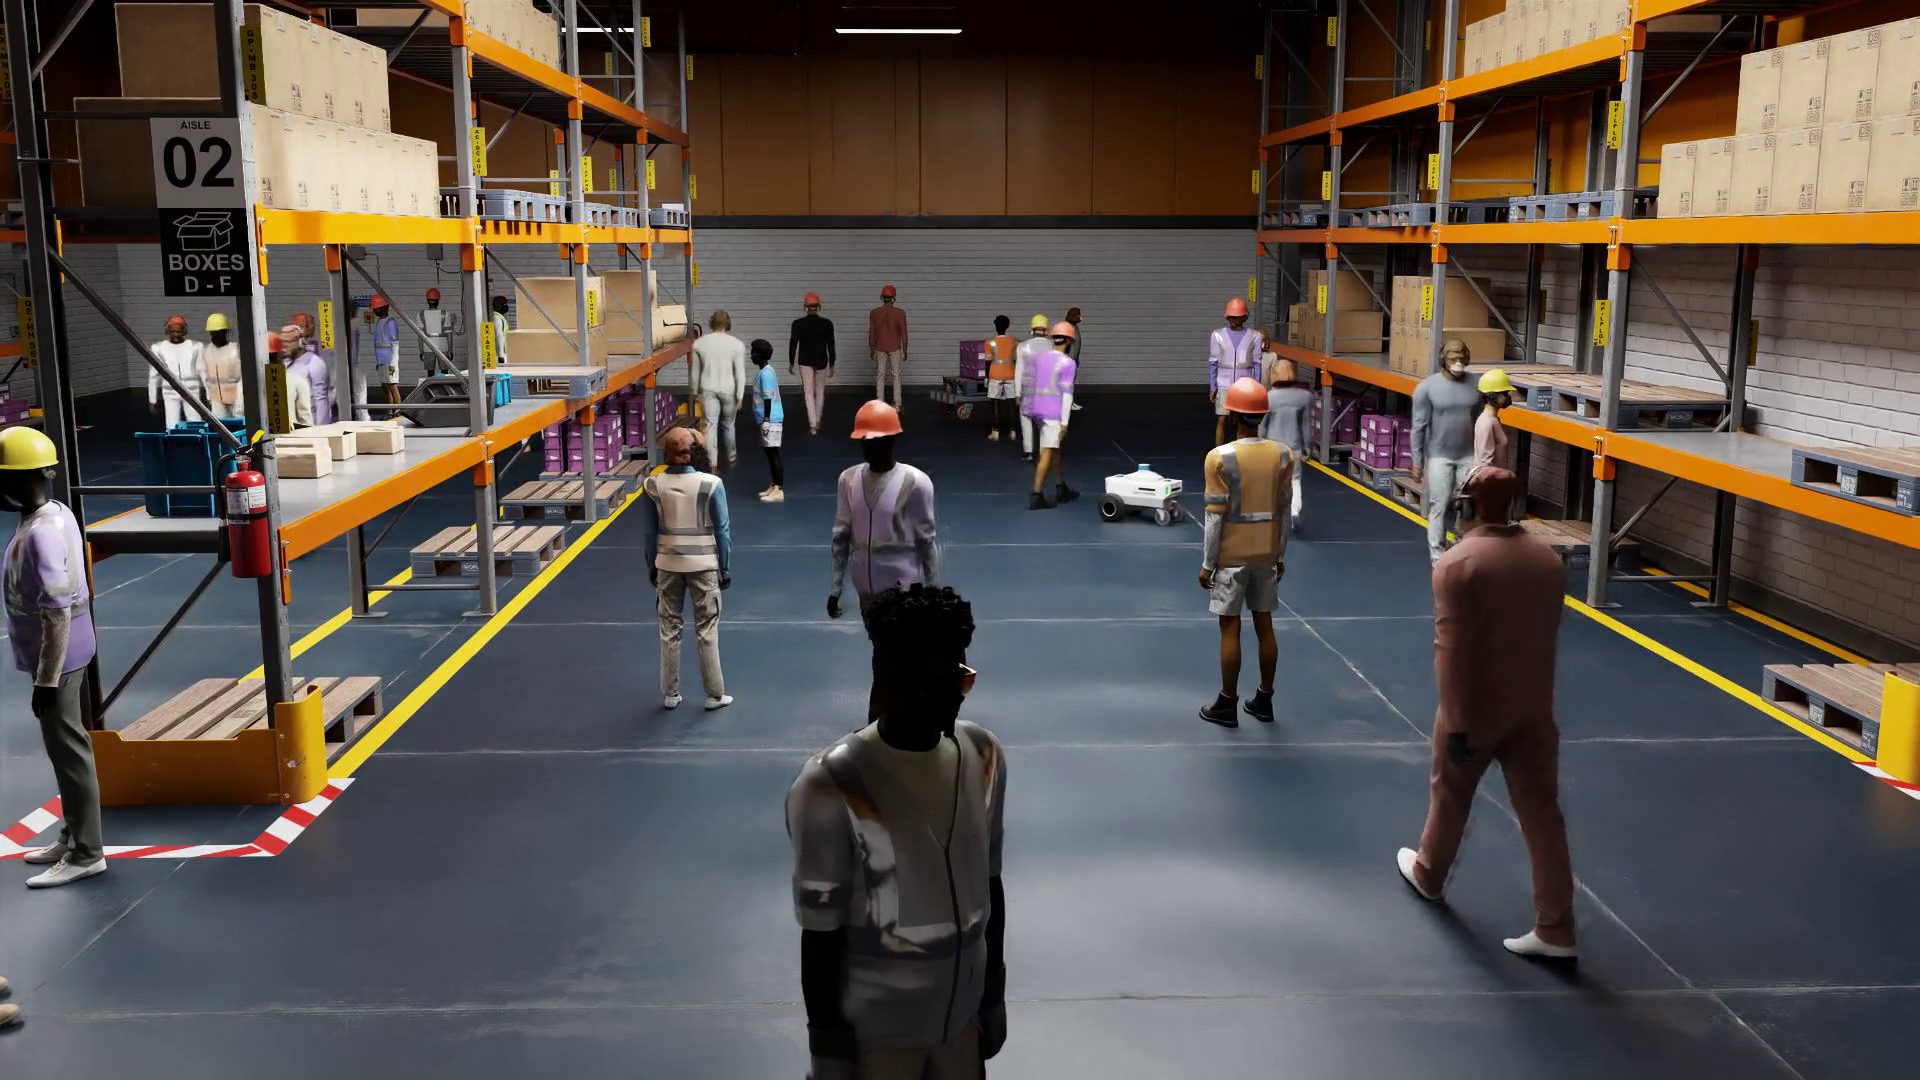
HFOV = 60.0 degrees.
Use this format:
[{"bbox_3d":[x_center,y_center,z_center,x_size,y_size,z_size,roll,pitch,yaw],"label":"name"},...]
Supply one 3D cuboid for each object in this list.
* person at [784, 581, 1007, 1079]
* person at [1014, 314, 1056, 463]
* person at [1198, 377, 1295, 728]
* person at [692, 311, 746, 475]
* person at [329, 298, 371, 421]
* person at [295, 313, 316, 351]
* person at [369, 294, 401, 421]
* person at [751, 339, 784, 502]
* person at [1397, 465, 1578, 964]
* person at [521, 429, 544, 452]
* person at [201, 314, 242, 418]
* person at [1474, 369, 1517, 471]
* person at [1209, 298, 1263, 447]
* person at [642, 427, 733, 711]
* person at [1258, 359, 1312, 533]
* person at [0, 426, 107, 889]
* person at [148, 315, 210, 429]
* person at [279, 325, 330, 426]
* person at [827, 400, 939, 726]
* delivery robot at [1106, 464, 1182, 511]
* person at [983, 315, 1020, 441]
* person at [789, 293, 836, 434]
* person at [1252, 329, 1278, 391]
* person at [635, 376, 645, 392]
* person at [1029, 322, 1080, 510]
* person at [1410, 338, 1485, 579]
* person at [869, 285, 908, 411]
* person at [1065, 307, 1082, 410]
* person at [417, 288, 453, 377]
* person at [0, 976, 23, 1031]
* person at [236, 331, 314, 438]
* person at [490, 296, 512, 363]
[{"bbox_3d":[-0.115,1.046,3.765,0.598,1.958,0.370,-9,13,-40],"label":"person"},{"bbox_3d":[0.935,-1.821,20.121,0.616,1.809,0.618,-2,10,-9],"label":"person"},{"bbox_3d":[1.570,0.072,9.224,0.545,1.942,0.354,-4,11,-23],"label":"person"},{"bbox_3d":[-2.794,-1.709,19.311,0.645,1.891,1.029,0,10,-2],"label":"person"},{"bbox_3d":[-8.743,-2.467,23.506,0.956,1.904,0.672,-10,14,-44],"label":"person"},{"bbox_3d":[-7.668,-1.692,19.291,0.455,1.861,0.631,-2,10,-12],"label":"person"},{"bbox_3d":[-8.332,-2.591,24.098,0.372,1.928,0.543,-9,14,-42],"label":"person"},{"bbox_3d":[-1.989,-1.236,17.228,0.327,1.688,0.537,-2,10,-8],"label":"person"},{"bbox_3d":[2.057,0.642,6.403,0.645,1.829,1.037,-3,11,-18],"label":"person"},{"bbox_3d":[-5.449,-2.041,21.301,0.621,1.837,0.429,-7,12,-33],"label":"person"},{"bbox_3d":[-8.244,-1.617,18.809,0.600,1.889,0.958,2,10,10],"label":"person"},{"bbox_3d":[3.828,-0.346,12.032,0.304,1.772,0.525,3,11,18],"label":"person"},{"bbox_3d":[3.192,-1.782,19.295,0.609,2.034,0.404,2,10,10],"label":"person"},{"bbox_3d":[-1.555,0.172,9.513,0.512,1.639,0.311,2,10,9],"label":"person"},{"bbox_3d":[2.942,-0.831,15.115,0.524,1.619,0.464,0,10,-2],"label":"person"},{"bbox_3d":[-3.822,0.485,6.960,0.369,1.928,0.585,-5,11,-28],"label":"person"},{"bbox_3d":[-8.809,-1.612,18.824,0.687,1.864,0.436,-4,11,-23],"label":"person"},{"bbox_3d":[-6.258,-1.085,15.775,0.677,1.906,0.402,6,12,30],"label":"person"},{"bbox_3d":[-0.387,0.206,8.650,0.564,1.889,1.007,6,12,30],"label":"person"},{"bbox_3d":[1.761,-0.487,15.937,0.707,0.478,0.477,7,12,34],"label":"delivery robot"},{"bbox_3d":[0.567,-2.191,22.513,0.540,1.695,0.317,-4,11,-21],"label":"person"},{"bbox_3d":[-2.104,-2.502,23.525,0.629,1.940,0.999,-3,10,-14],"label":"person"},{"bbox_3d":[3.632,-1.758,20.295,0.502,1.627,0.269,-2,10,-11],"label":"person"},{"bbox_3d":[-4.549,-2.576,24.384,0.731,1.798,0.616,-2,10,-11],"label":"person"},{"bbox_3d":[0.970,-1.262,16.887,0.906,1.863,0.561,-8,13,-38],"label":"person"},{"bbox_3d":[3.896,-0.630,13.168,0.673,1.929,0.460,0,10,-3],"label":"person"},{"bbox_3d":[-1.129,-3.032,26.367,0.625,1.992,0.386,2,10,9],"label":"person"},{"bbox_3d":[1.824,-2.905,26.658,0.280,1.636,0.501,2,10,12],"label":"person"},{"bbox_3d":[-8.411,-3.063,26.696,0.543,1.939,0.360,-2,10,-11],"label":"person"},{"bbox_3d":[-3.483,0.765,5.648,0.349,1.838,0.506,-7,12,-32],"label":"person"},{"bbox_3d":[-5.746,-0.782,13.999,0.627,1.955,1.040,1,10,6],"label":"person"},{"bbox_3d":[-7.192,-2.902,26.071,0.430,1.844,0.624,-3,11,-16],"label":"person"}]
